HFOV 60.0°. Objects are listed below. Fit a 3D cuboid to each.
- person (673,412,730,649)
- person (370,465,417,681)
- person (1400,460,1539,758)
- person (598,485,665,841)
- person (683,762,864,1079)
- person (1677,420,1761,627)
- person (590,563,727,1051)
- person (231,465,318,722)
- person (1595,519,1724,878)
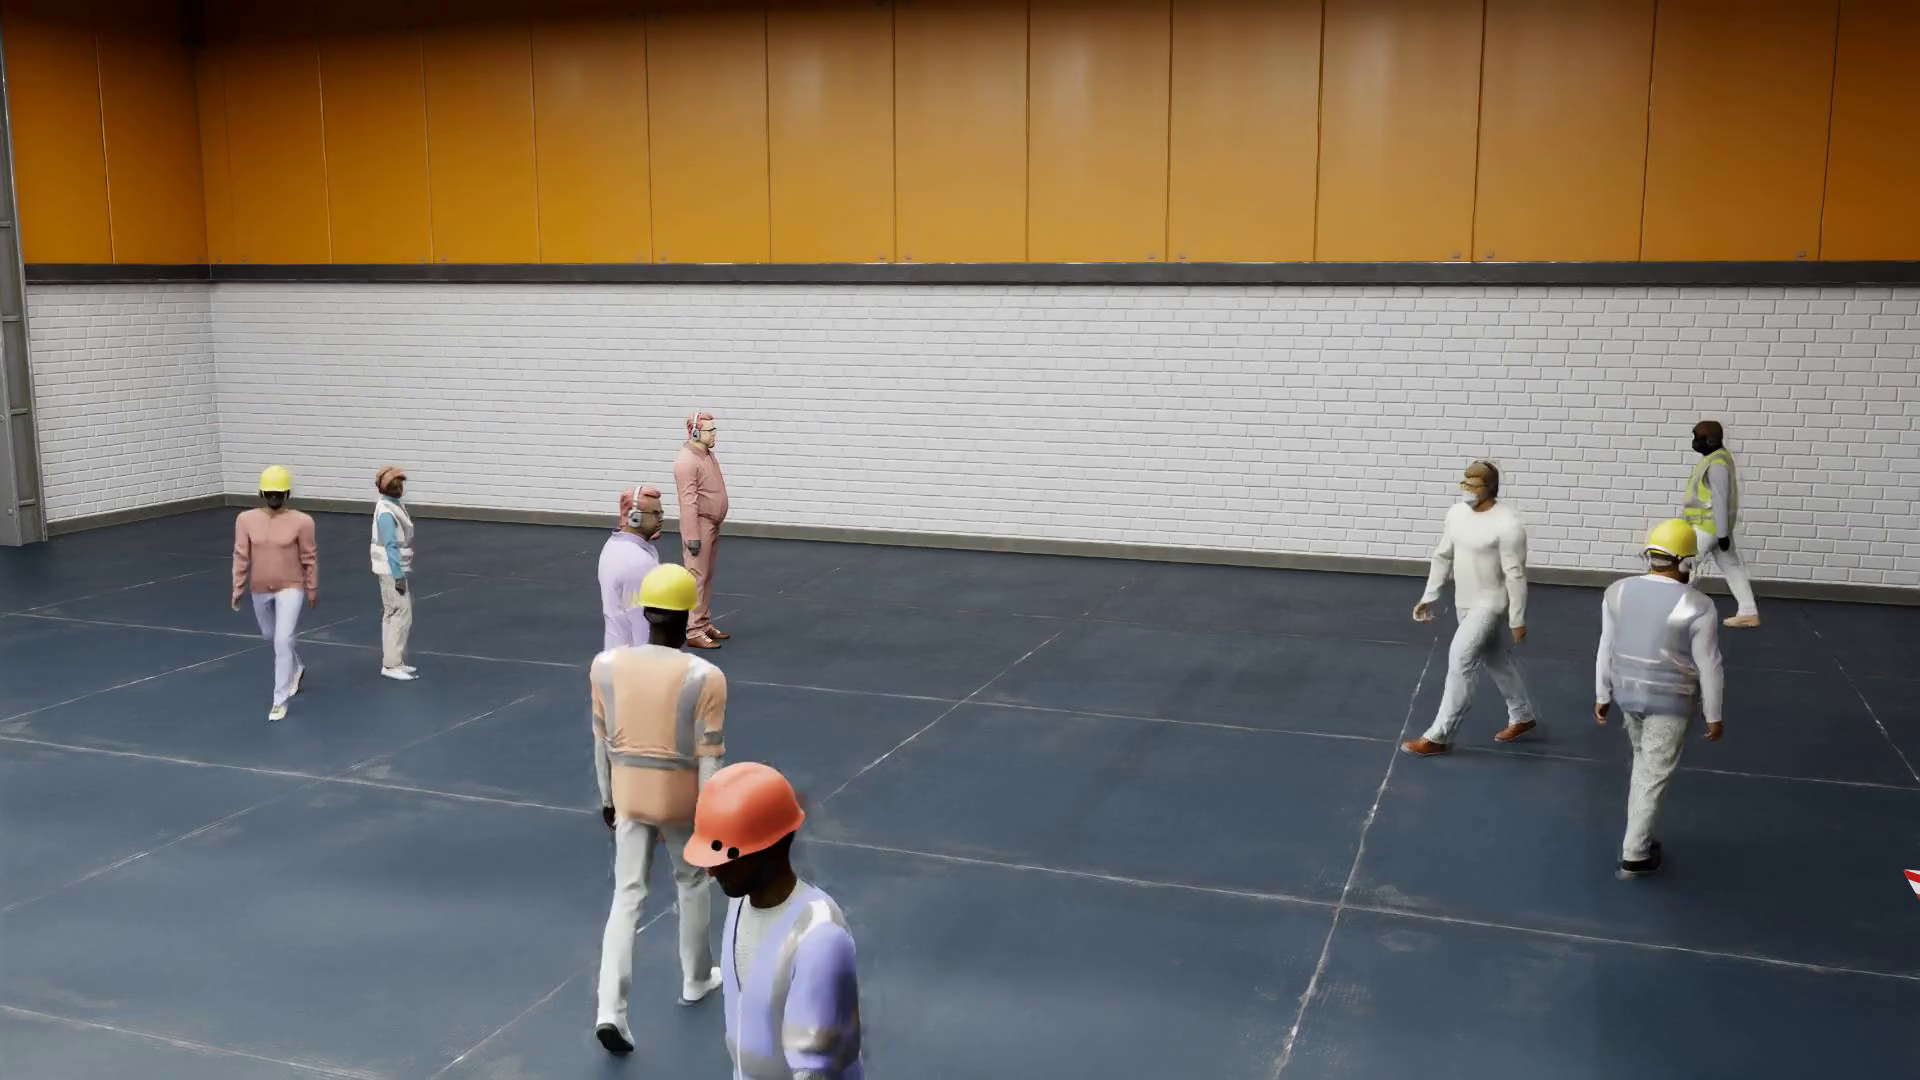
[{"bbox_3d":[-2.080,-0.083,13.500,0.409,1.907,0.649,1,9,5],"label":"person"},{"bbox_3d":[-4.228,0.240,12.418,0.319,1.619,0.560,-3,10,-20],"label":"person"},{"bbox_3d":[3.303,0.422,10.483,1.058,1.888,0.638,-3,10,-16],"label":"person"},{"bbox_3d":[-1.706,0.653,8.939,0.401,1.904,0.646,-4,10,-23],"label":"person"},{"bbox_3d":[-0.396,1.444,4.152,1.025,1.886,0.564,-7,11,-37],"label":"person"},{"bbox_3d":[6.396,-0.131,14.209,1.000,1.790,0.629,5,10,27],"label":"person"},{"bbox_3d":[-1.208,1.039,6.585,0.591,1.898,0.908,2,9,11],"label":"person"},{"bbox_3d":[-4.716,0.319,11.554,0.526,1.726,0.872,-1,9,-3],"label":"person"},{"bbox_3d":[3.558,0.791,8.364,0.618,1.807,0.611,-6,11,-33],"label":"person"}]
